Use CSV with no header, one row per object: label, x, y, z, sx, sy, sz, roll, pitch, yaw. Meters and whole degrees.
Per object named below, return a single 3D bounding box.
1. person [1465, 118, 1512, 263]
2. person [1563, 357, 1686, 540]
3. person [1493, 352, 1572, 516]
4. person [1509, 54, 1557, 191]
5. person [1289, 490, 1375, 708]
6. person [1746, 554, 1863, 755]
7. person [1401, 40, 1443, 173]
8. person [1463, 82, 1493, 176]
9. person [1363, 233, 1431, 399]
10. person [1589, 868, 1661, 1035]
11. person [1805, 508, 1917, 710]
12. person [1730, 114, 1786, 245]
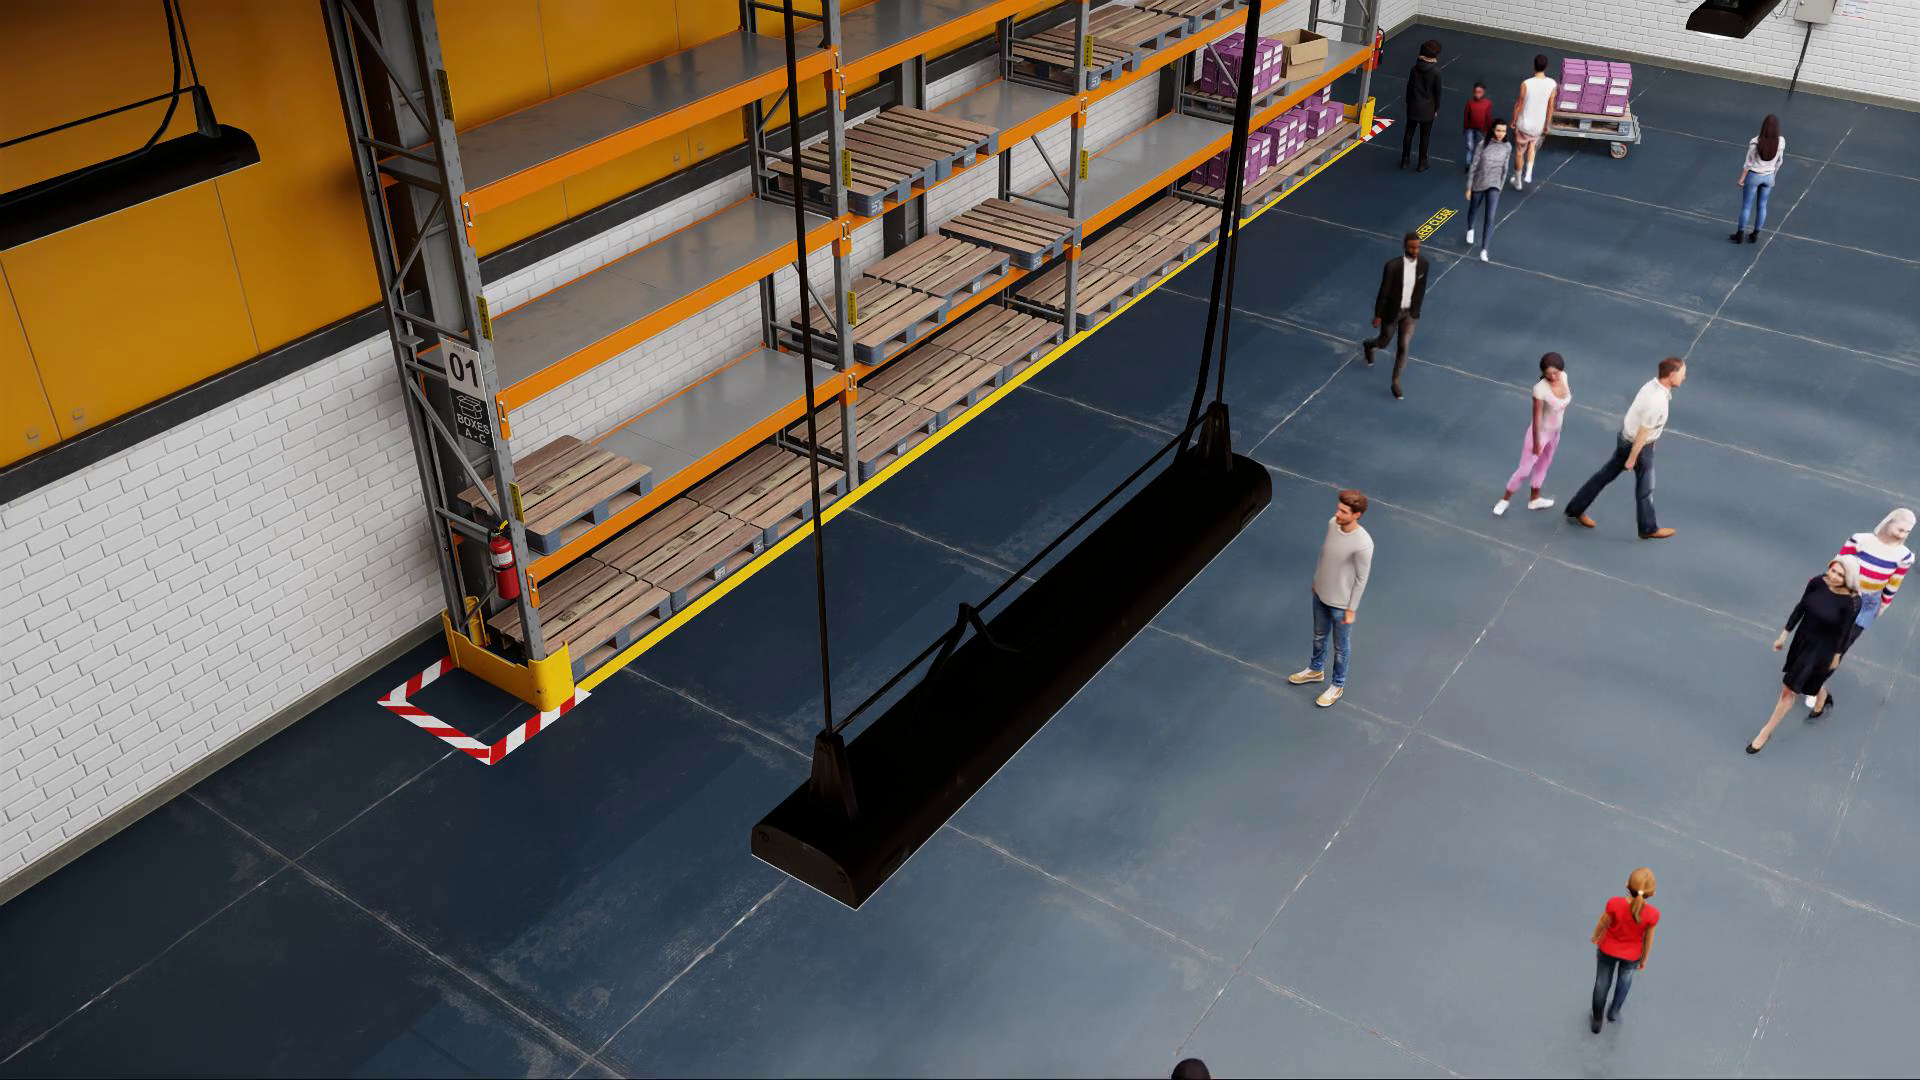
person,6.423,-4.347,20.382,0.962,1.684,1.251,5,34,8
person,5.989,-0.846,15.011,0.961,1.799,1.220,13,36,19
person,5.398,-1.001,15.315,0.917,1.721,0.666,23,40,30
person,7.571,-5.489,22.019,0.783,1.774,0.830,-1,34,-1
person,2.953,0.423,13.006,0.735,1.905,0.741,-17,37,-24
person,6.495,0.820,12.597,1.234,1.698,0.981,-15,36,-21
person,6.295,-5.916,22.657,0.629,1.779,0.590,19,38,26
person,7.072,-5.668,22.794,0.735,1.215,0.944,6,34,9
person,4.549,-2.400,17.376,1.118,1.769,1.186,-6,34,-9
person,4.083,2.585,10.299,0.540,1.301,0.588,10,35,15
person,7.038,0.459,13.079,0.669,1.765,1.055,23,40,30
person,9.922,-4.473,20.621,0.673,1.630,0.693,0,34,0
